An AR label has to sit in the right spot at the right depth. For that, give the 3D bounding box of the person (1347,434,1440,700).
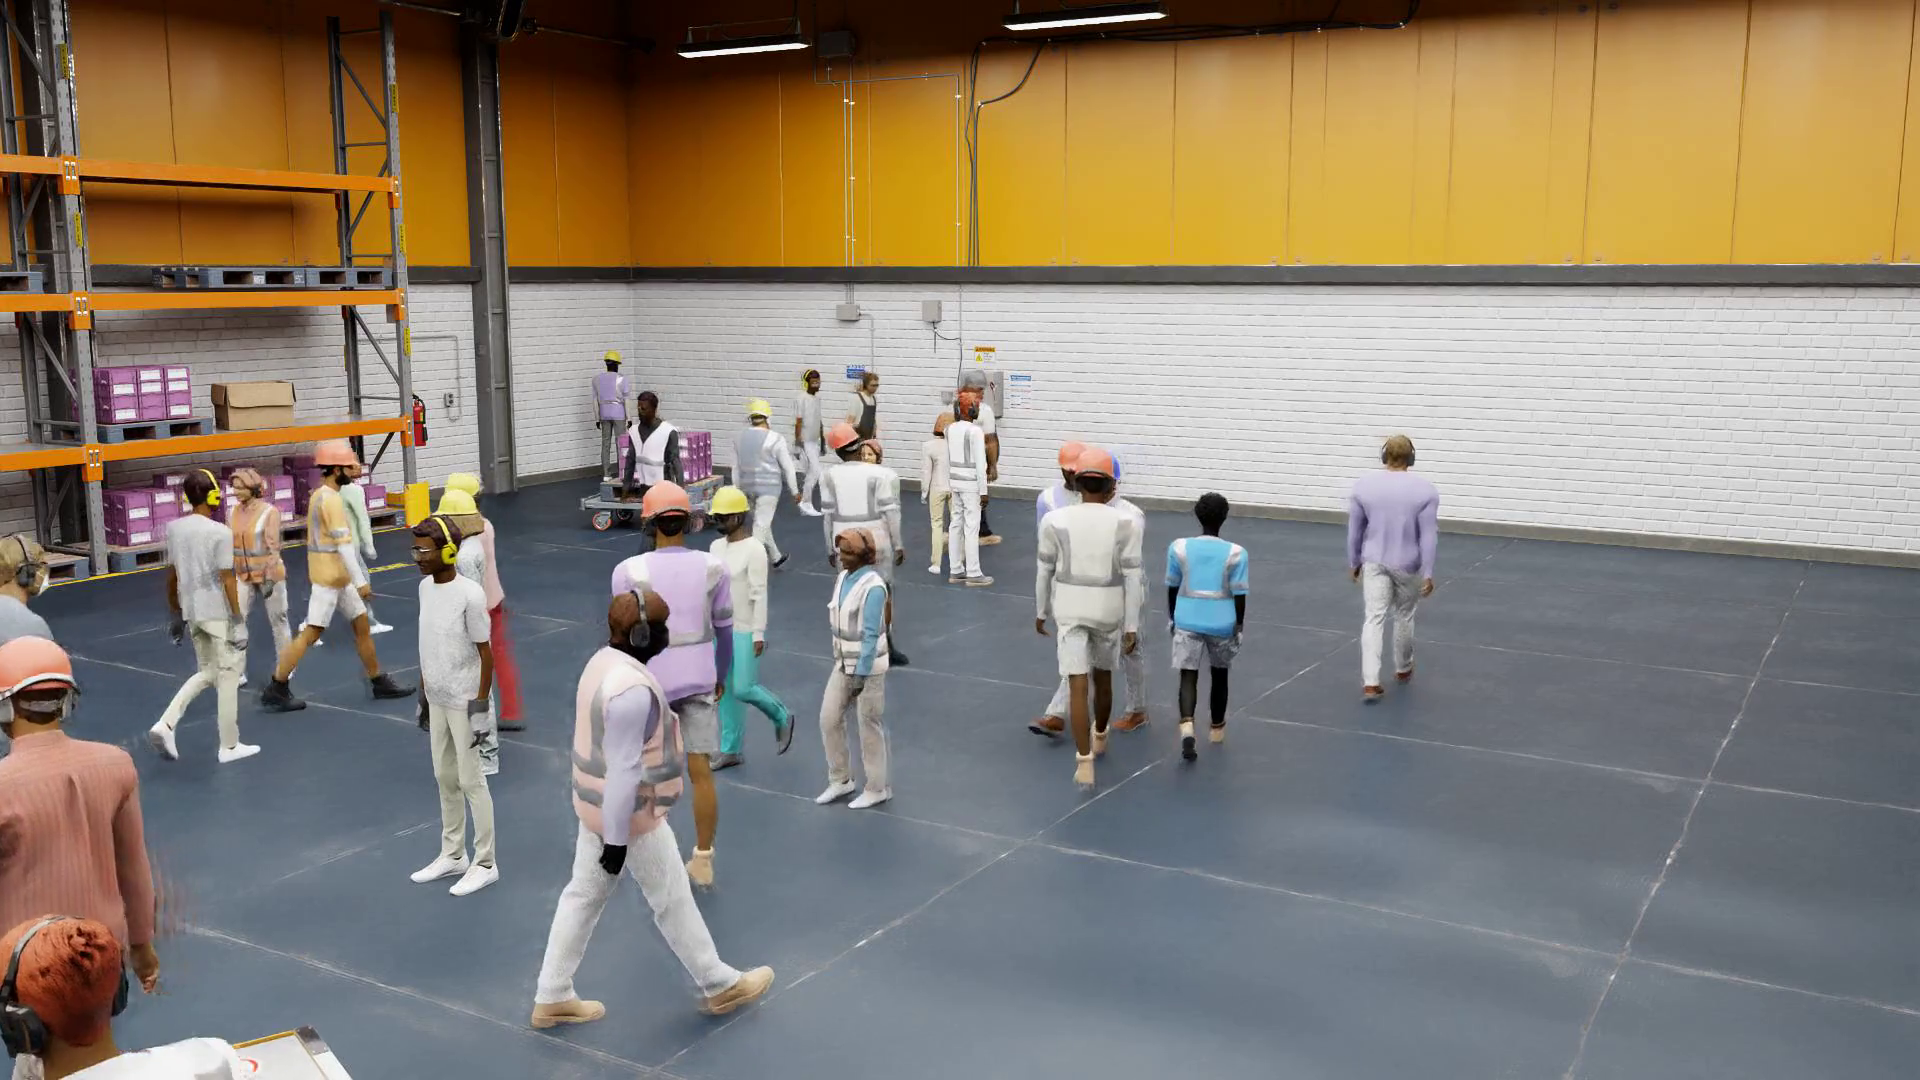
[{"bbox_3d":[3.102,0.182,11.979,0.648,1.890,1.014,4,10,24],"label":"person"}]

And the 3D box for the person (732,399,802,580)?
[{"bbox_3d":[-1.898,-0.501,16.536,0.605,1.779,0.942,5,10,30],"label":"person"}]

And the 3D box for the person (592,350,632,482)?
[{"bbox_3d":[-5.042,-1.792,24.194,0.585,1.917,0.382,2,9,12],"label":"person"}]

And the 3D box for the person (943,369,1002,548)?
[{"bbox_3d":[0.111,-0.899,18.230,0.969,2.000,0.680,-7,12,-38],"label":"person"}]

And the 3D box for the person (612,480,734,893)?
[{"bbox_3d":[-1.462,0.698,8.383,0.650,1.992,0.976,-4,10,-24],"label":"person"}]

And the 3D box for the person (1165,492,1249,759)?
[{"bbox_3d":[1.543,0.537,10.435,0.536,1.674,0.735,2,9,12],"label":"person"}]

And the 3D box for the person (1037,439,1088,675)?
[{"bbox_3d":[0.797,0.200,11.826,0.531,1.901,0.815,-1,9,-5],"label":"person"}]

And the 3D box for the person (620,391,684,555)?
[{"bbox_3d":[-3.077,-0.501,16.226,0.622,1.877,0.951,7,11,36],"label":"person"}]

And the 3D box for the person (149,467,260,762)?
[{"bbox_3d":[-4.635,0.485,10.182,0.533,1.853,0.589,4,10,24],"label":"person"}]

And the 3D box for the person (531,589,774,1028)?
[{"bbox_3d":[-1.294,1.079,6.700,0.988,1.784,0.632,-4,10,-24],"label":"person"}]

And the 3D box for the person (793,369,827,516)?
[{"bbox_3d":[-1.835,-1.199,20.706,0.459,1.846,0.565,4,10,25],"label":"person"}]

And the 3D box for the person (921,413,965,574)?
[{"bbox_3d":[-0.145,-0.472,16.831,0.509,1.632,0.266,-2,9,-10],"label":"person"}]

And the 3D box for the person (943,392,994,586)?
[{"bbox_3d":[0.076,-0.495,16.204,0.353,1.883,0.573,-7,11,-37],"label":"person"}]

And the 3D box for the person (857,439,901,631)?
[{"bbox_3d":[-0.759,-0.043,14.137,0.520,1.640,0.307,1,9,6],"label":"person"}]

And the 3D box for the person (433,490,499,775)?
[{"bbox_3d":[-2.987,0.560,10.053,0.320,1.742,0.492,-3,9,-15],"label":"person"}]

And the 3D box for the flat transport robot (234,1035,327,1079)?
[{"bbox_3d":[-2.351,2.009,5.586,0.652,0.197,1.431,-7,11,-35],"label":"flat transport robot"}]

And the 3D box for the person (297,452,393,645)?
[{"bbox_3d":[-5.109,0.045,13.707,0.811,1.596,0.491,-9,12,-43],"label":"person"}]

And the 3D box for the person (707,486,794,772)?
[{"bbox_3d":[-1.329,0.533,10.165,0.538,1.753,0.513,9,13,44],"label":"person"}]

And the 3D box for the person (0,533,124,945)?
[{"bbox_3d":[-4.039,0.923,7.264,0.662,1.909,0.737,7,12,38],"label":"person"}]

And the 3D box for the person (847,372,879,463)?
[{"bbox_3d":[-1.282,-1.278,21.464,1.008,1.769,0.586,4,10,26],"label":"person"}]

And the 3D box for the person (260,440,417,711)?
[{"bbox_3d":[-4.418,0.249,11.599,1.025,1.893,0.556,-4,10,-21],"label":"person"}]

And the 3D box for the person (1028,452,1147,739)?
[{"bbox_3d":[0.893,0.374,10.724,0.986,1.891,0.610,-9,13,-44],"label":"person"}]

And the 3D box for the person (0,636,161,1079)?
[{"bbox_3d":[-2.765,1.264,5.104,1.052,1.932,0.631,3,9,16],"label":"person"}]

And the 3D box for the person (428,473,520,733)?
[{"bbox_3d":[-3.243,0.422,10.890,0.695,1.736,0.559,0,9,1],"label":"person"}]

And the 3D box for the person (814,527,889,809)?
[{"bbox_3d":[-0.602,0.733,9.336,0.475,1.621,0.526,-6,11,-32],"label":"person"}]

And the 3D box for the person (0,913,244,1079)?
[{"bbox_3d":[-1.593,1.605,3.154,0.460,1.871,0.596,8,12,40],"label":"person"}]

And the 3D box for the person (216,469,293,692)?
[{"bbox_3d":[-5.145,0.305,12.063,0.521,1.612,0.703,3,10,17],"label":"person"}]

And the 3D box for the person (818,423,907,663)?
[{"bbox_3d":[-0.768,0.043,12.858,0.663,1.890,0.396,1,9,6],"label":"person"}]

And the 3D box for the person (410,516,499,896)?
[{"bbox_3d":[-2.492,0.804,8.154,0.535,1.864,0.309,7,11,37],"label":"person"}]

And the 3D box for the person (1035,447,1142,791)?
[{"bbox_3d":[0.770,0.435,10.036,0.624,1.988,1.011,0,9,1],"label":"person"}]
